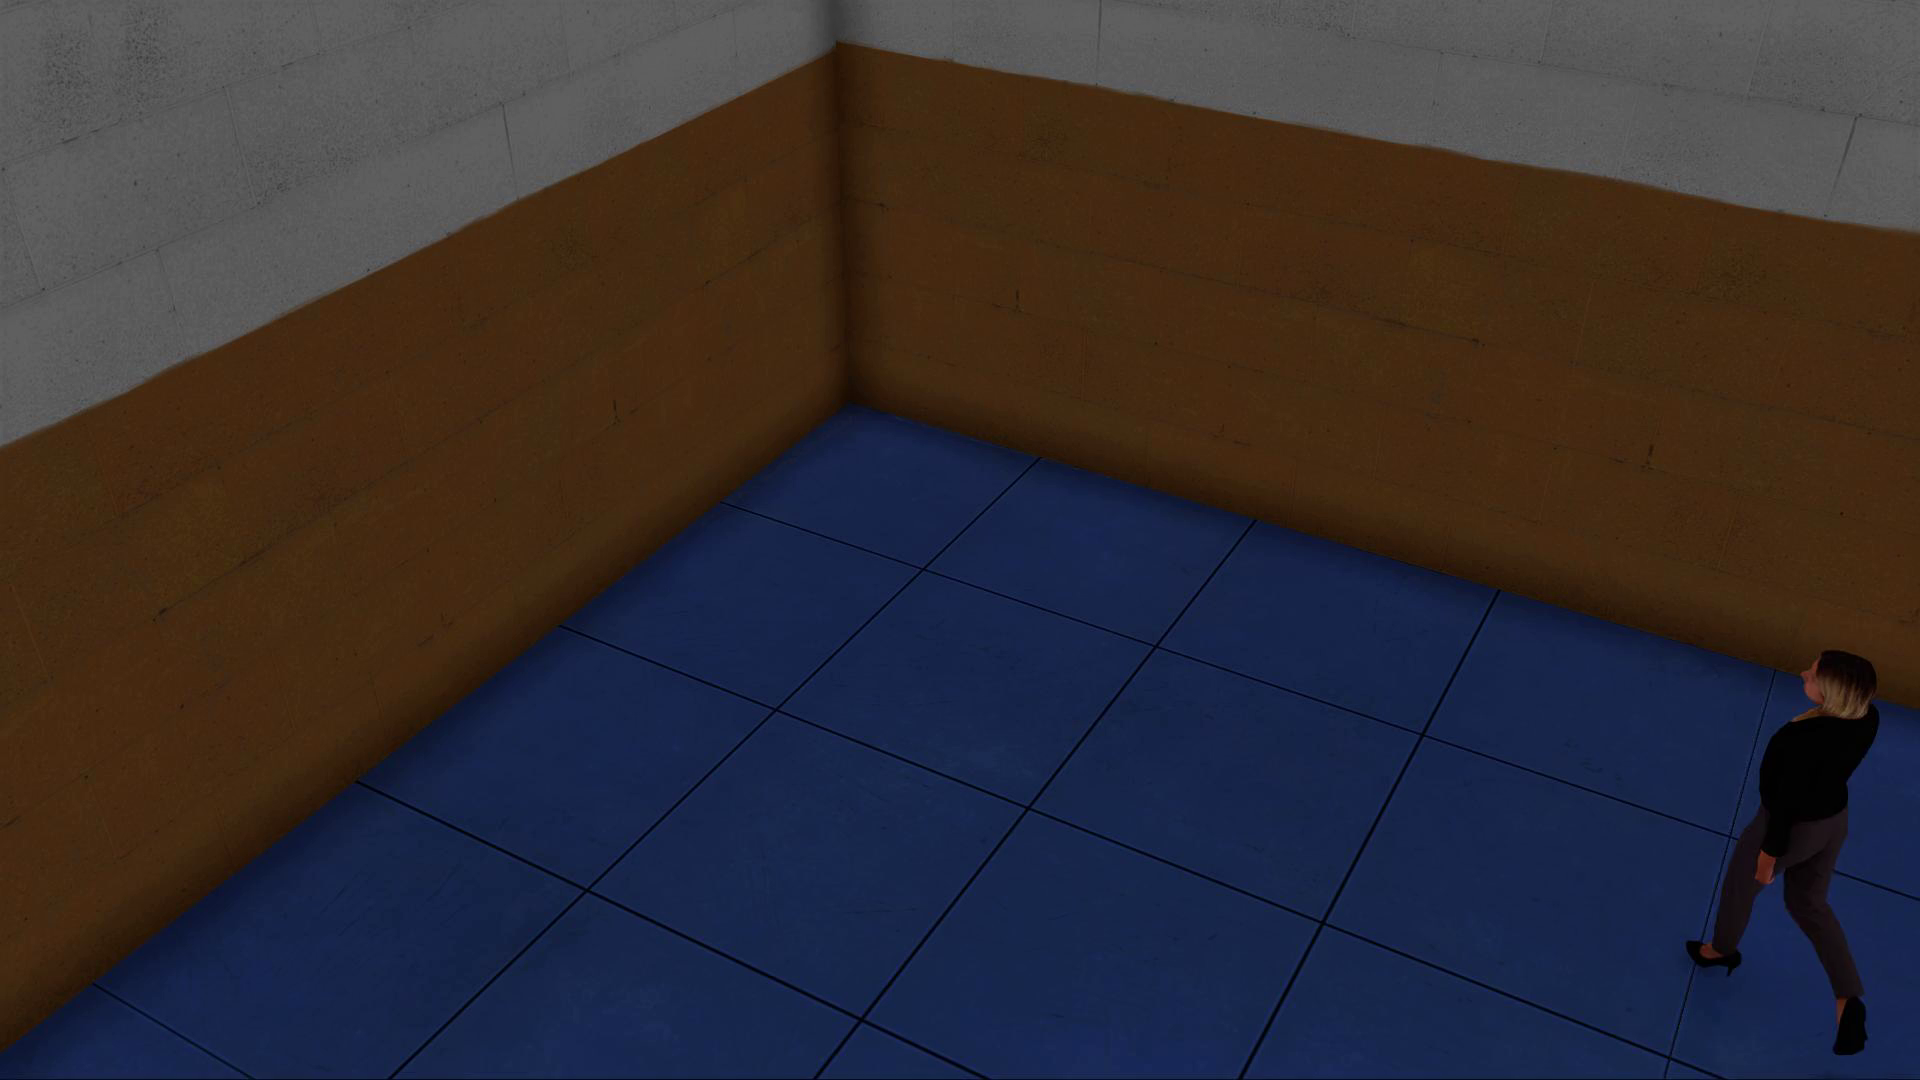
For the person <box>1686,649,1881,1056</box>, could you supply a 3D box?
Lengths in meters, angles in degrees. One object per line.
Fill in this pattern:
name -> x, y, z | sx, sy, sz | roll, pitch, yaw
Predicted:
person -> 3.000, 1.105, 5.812 | 1.021, 1.642, 0.981 | -16, 37, -22
